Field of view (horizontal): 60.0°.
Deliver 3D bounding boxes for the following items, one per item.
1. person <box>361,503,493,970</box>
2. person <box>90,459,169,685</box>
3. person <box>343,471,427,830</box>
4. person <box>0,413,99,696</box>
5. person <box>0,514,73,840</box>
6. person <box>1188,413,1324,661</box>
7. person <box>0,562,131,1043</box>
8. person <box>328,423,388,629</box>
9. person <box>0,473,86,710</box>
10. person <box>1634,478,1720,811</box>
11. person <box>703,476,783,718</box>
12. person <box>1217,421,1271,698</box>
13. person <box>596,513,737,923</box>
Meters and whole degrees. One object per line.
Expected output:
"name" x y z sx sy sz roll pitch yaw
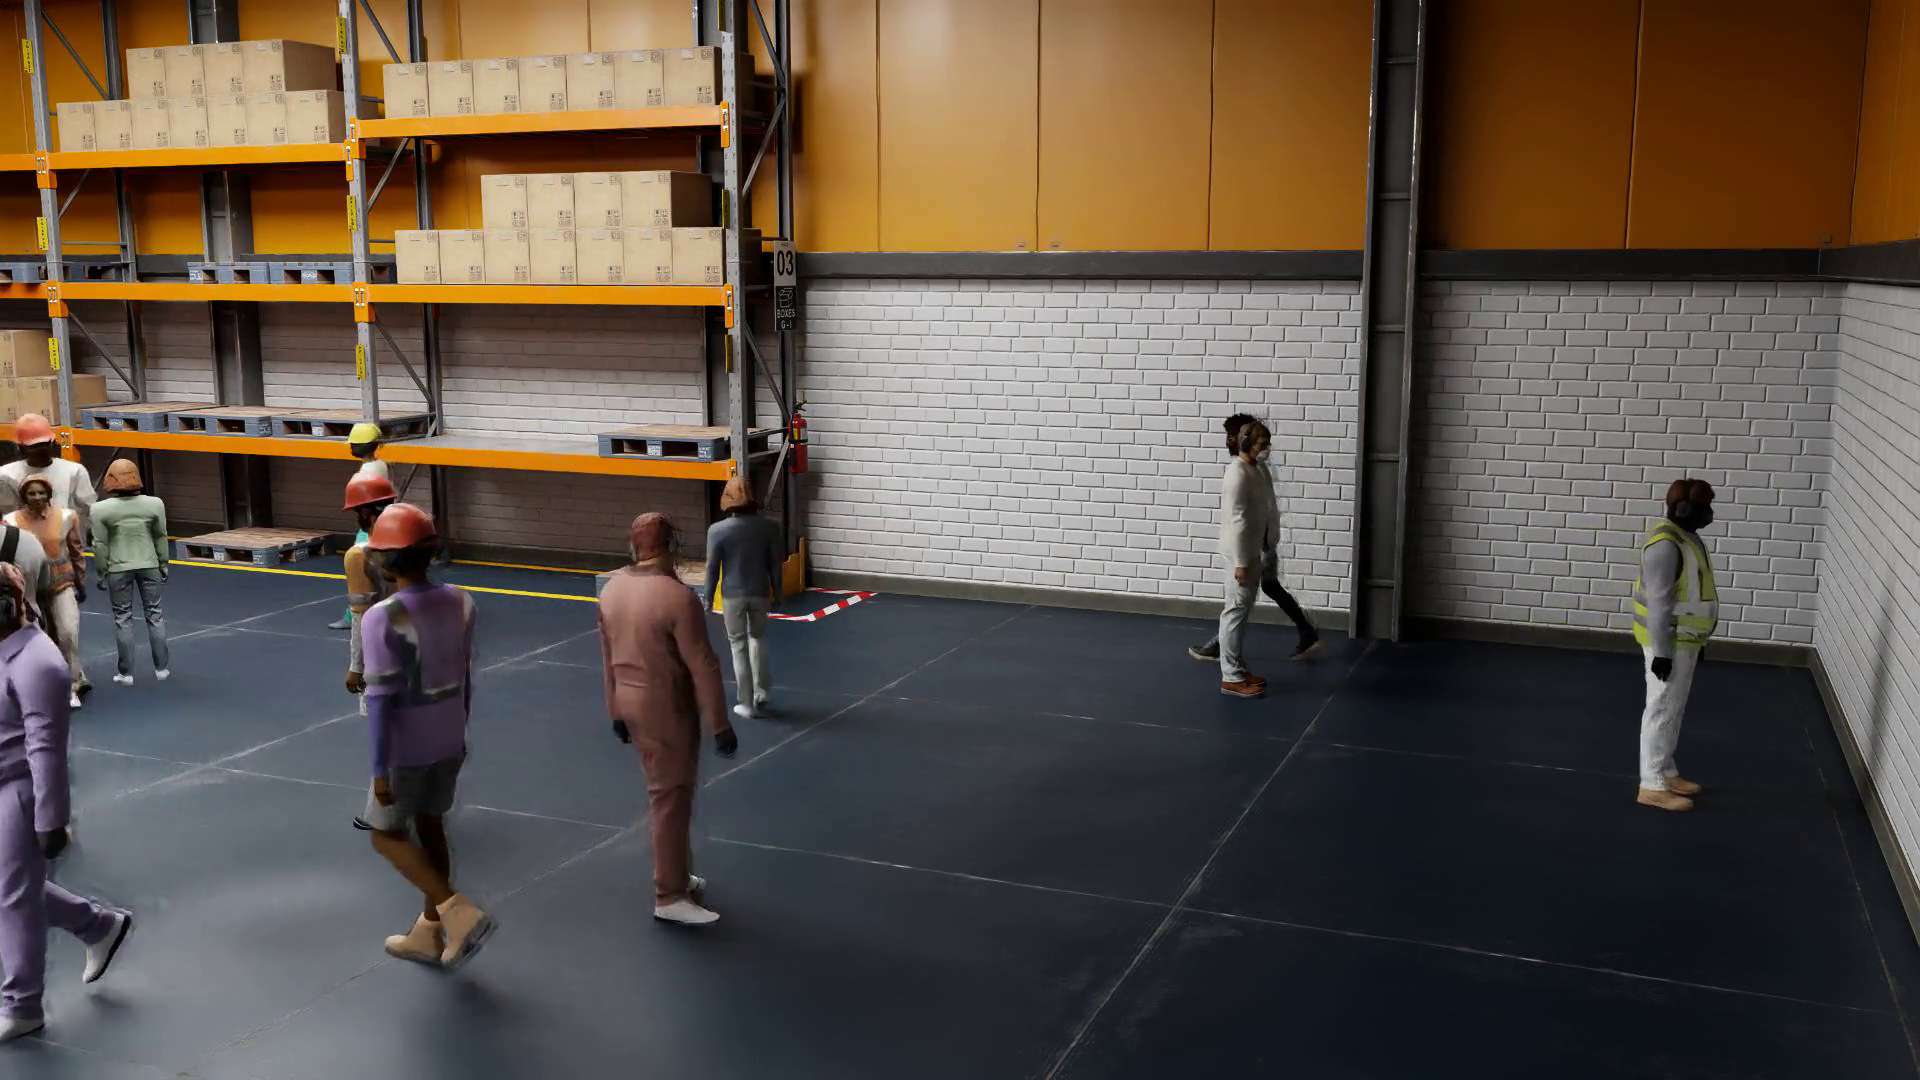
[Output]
"person" -2.246 0.851 7.028 0.588 2.026 0.614 5 10 26
"person" -5.961 0.228 11.982 0.500 1.636 0.282 -7 12 -38
"person" -3.081 0.592 8.894 0.367 1.930 0.542 4 10 21
"person" -6.326 0.099 11.683 1.016 1.979 0.745 8 13 42
"person" -5.085 0.575 8.657 1.036 2.000 0.687 5 11 29
"person" 2.299 -0.004 12.597 1.002 1.912 0.658 2 10 10
"person" -3.660 1.000 6.524 0.659 1.891 0.620 9 13 43
"person" -4.783 -0.111 13.759 0.870 1.729 0.524 0 9 3
"person" -6.193 0.356 11.254 0.542 1.612 0.629 -7 11 -35
"person" 4.018 0.564 9.337 0.430 1.842 0.635 7 12 36
"person" -1.452 0.378 11.101 0.531 1.617 0.379 -5 11 -28
"person" 2.006 0.124 11.714 0.370 1.934 0.627 3 10 17
"person" -1.348 0.821 7.707 0.415 1.883 0.738 -9 13 -43
